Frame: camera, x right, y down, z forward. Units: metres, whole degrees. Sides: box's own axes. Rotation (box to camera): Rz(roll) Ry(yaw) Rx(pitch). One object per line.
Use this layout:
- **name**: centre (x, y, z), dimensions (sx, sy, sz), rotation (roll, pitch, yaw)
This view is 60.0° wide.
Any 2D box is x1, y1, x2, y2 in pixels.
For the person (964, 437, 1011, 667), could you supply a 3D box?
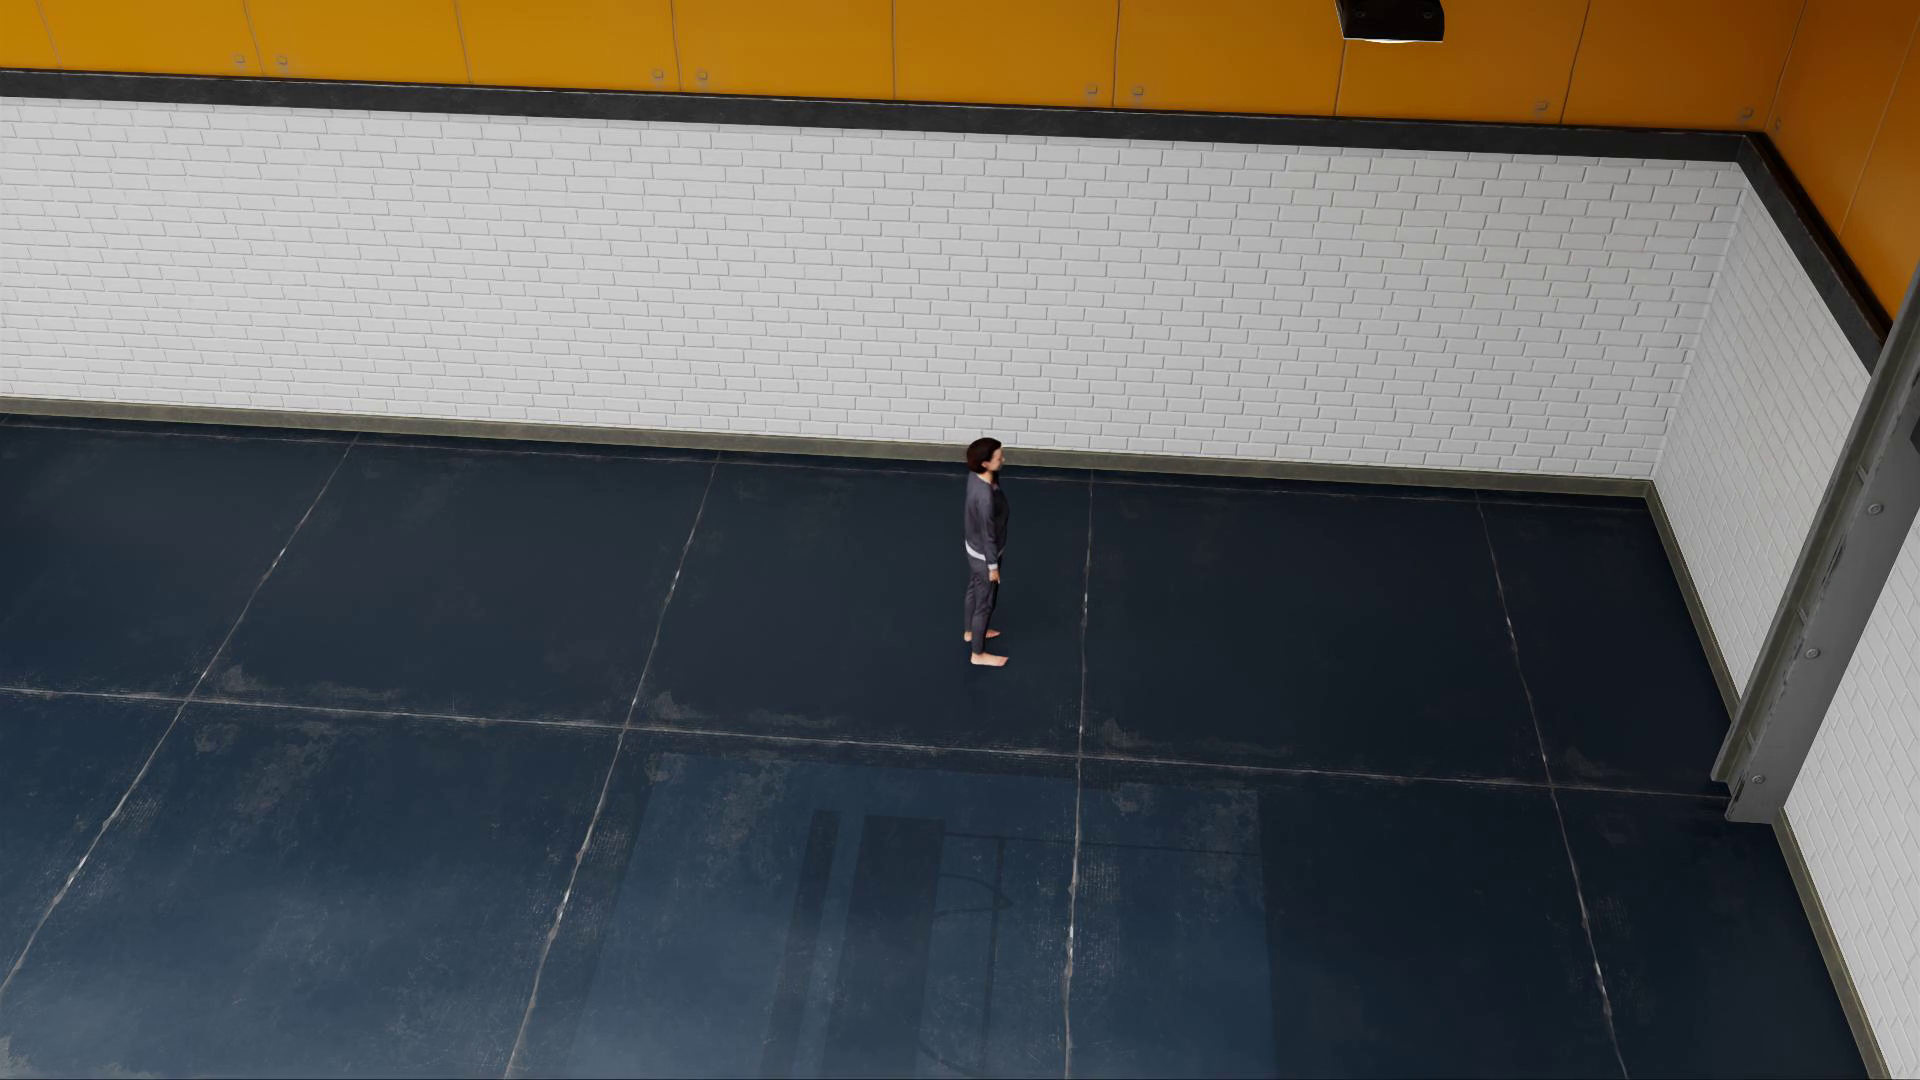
- **person**: centre (0.158, 0.060, 11.046), dimensions (0.726, 1.768, 0.541), rotation (-6, 39, -8)
